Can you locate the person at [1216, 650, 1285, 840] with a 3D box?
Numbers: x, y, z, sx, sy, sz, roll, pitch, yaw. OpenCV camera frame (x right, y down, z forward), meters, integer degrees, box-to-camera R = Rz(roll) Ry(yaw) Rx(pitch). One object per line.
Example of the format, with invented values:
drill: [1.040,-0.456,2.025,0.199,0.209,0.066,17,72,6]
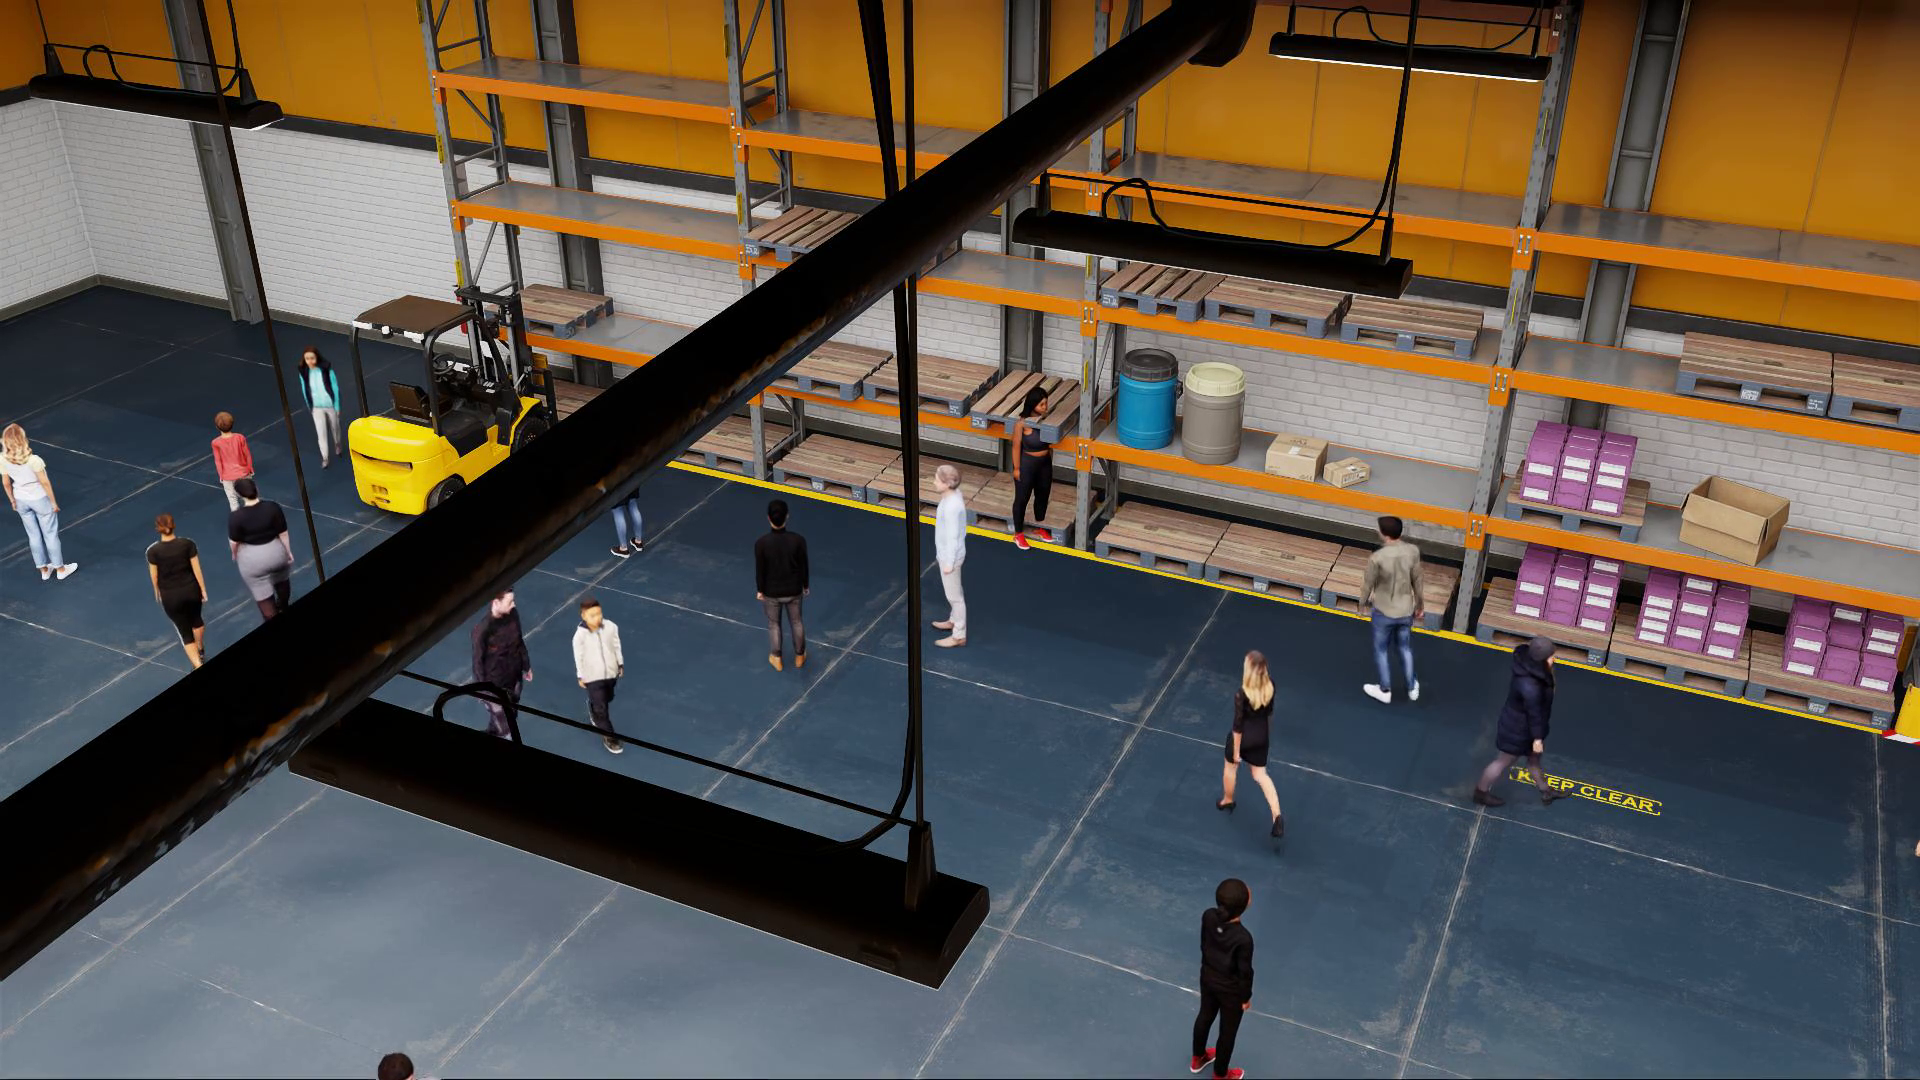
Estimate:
person: [2.367,1.663,13.285,0.937,1.649,1.098,-15,32,-25]

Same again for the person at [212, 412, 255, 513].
person: [-7.797,-0.726,17.907,0.600,1.417,0.634,-17,33,-28]

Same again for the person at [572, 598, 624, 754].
person: [-3.173,1.126,14.490,0.813,1.438,0.992,-23,36,-35]

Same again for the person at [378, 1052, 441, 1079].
person: [-3.155,3.598,9.544,0.956,1.835,0.847,23,36,36]

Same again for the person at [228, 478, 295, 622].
person: [-6.603,0.257,15.795,0.933,1.714,1.154,-18,34,-30]

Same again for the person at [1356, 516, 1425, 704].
person: [3.929,0.662,14.925,0.878,1.835,0.981,0,29,0]

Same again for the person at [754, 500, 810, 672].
person: [-1.653,0.422,15.483,0.685,1.723,0.778,-6,29,-12]

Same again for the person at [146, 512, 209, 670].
person: [-7.178,0.541,15.355,0.942,1.637,1.157,-19,34,-30]

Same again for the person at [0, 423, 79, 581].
person: [-9.449,-0.386,16.964,0.633,1.723,0.768,0,29,0]

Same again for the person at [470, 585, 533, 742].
person: [-3.892,1.174,13.953,1.094,1.867,0.731,14,32,24]

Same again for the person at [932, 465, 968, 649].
person: [-0.084,0.133,15.837,0.731,1.890,0.750,-1,29,-2]

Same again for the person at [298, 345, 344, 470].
person: [-7.425,-1.602,19.480,1.000,1.449,1.001,-7,29,-12]

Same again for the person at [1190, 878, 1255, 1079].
person: [1.734,2.917,10.959,0.723,1.674,0.598,-21,35,-33]

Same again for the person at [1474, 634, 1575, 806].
person: [4.512,1.508,13.580,1.032,1.638,0.732,8,30,14]

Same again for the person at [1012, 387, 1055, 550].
person: [0.771,-0.796,17.618,0.768,1.816,0.795,-17,33,-28]
